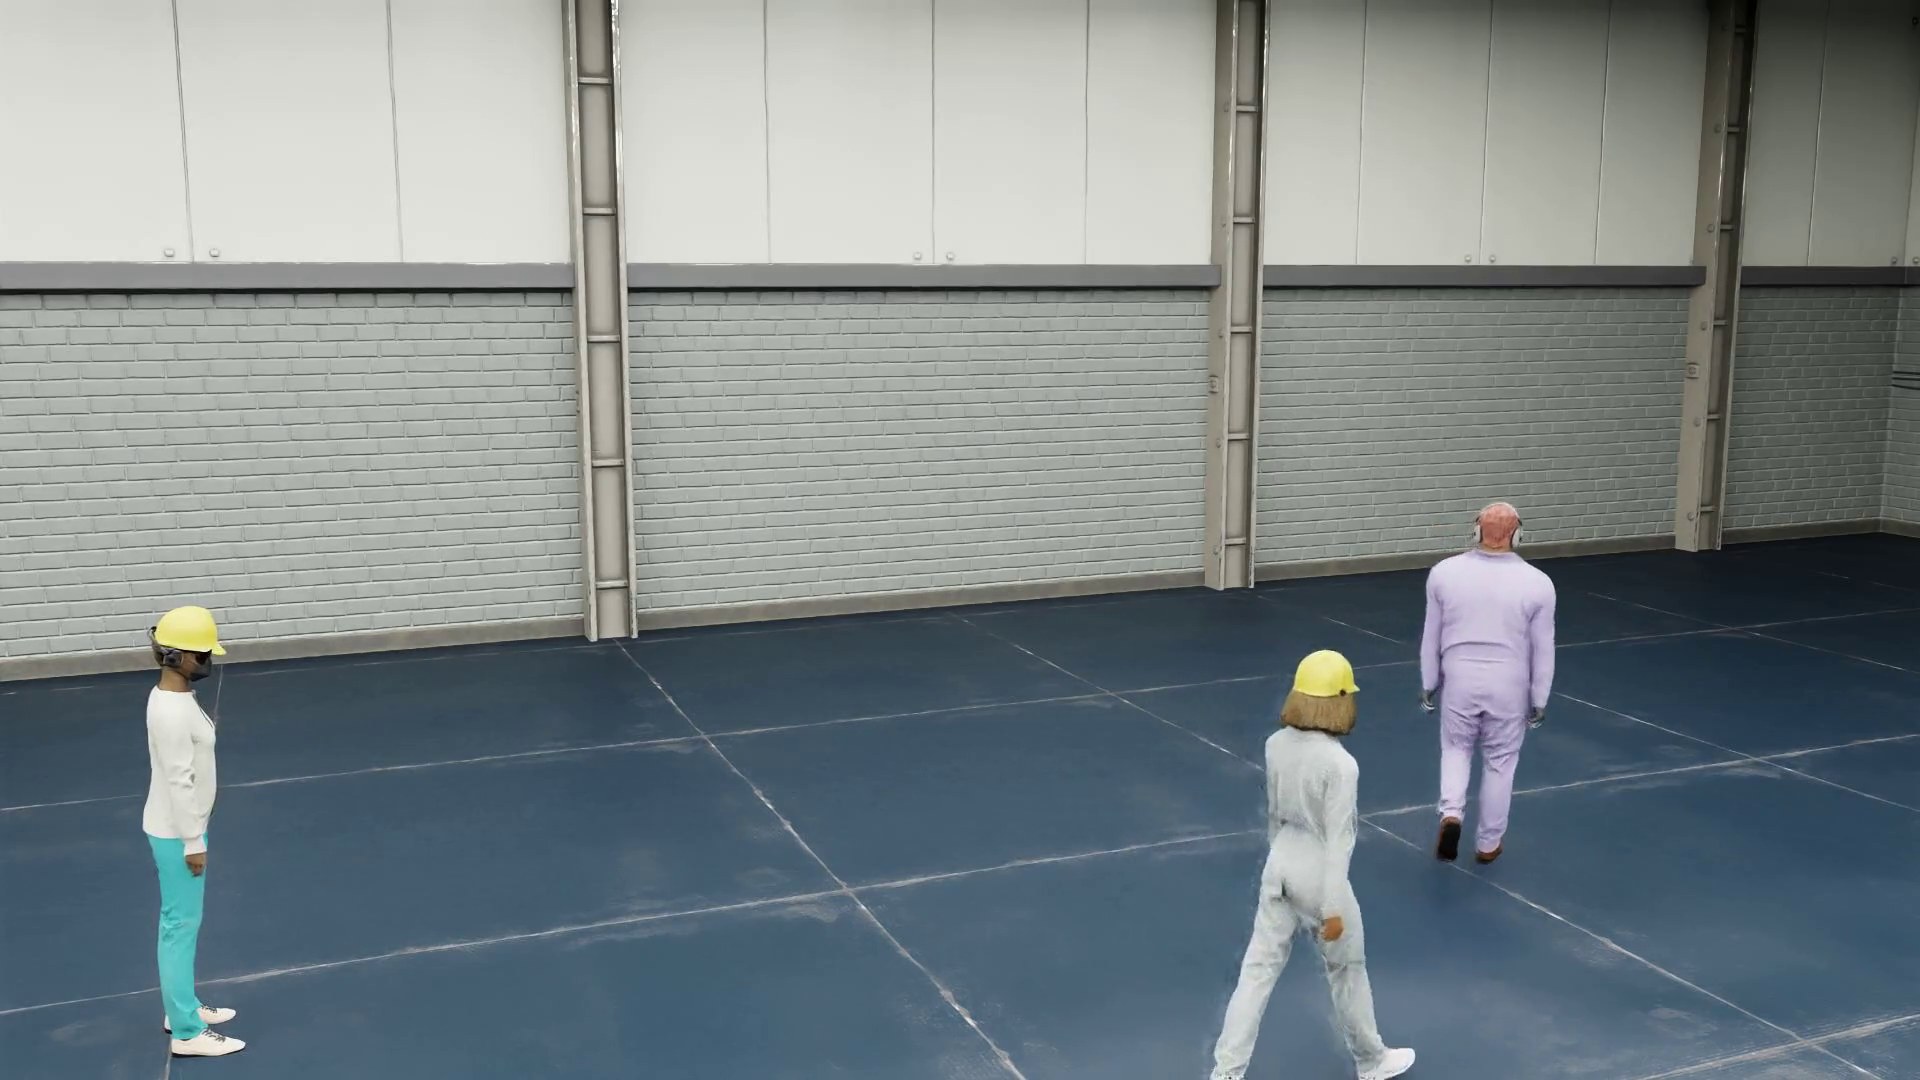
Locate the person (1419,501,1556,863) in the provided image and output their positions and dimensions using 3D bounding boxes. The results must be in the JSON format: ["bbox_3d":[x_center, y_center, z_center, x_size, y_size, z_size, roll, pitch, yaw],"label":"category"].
[{"bbox_3d":[2.677,0.748,8.474,0.667,1.892,0.544,5,10,27],"label":"person"}]

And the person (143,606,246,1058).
[{"bbox_3d":[-3.013,1.129,6.517,0.335,1.759,0.523,-4,10,-25],"label":"person"}]

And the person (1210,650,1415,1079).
[{"bbox_3d":[1.277,1.231,6.070,0.920,1.690,0.508,-5,10,-30],"label":"person"}]
